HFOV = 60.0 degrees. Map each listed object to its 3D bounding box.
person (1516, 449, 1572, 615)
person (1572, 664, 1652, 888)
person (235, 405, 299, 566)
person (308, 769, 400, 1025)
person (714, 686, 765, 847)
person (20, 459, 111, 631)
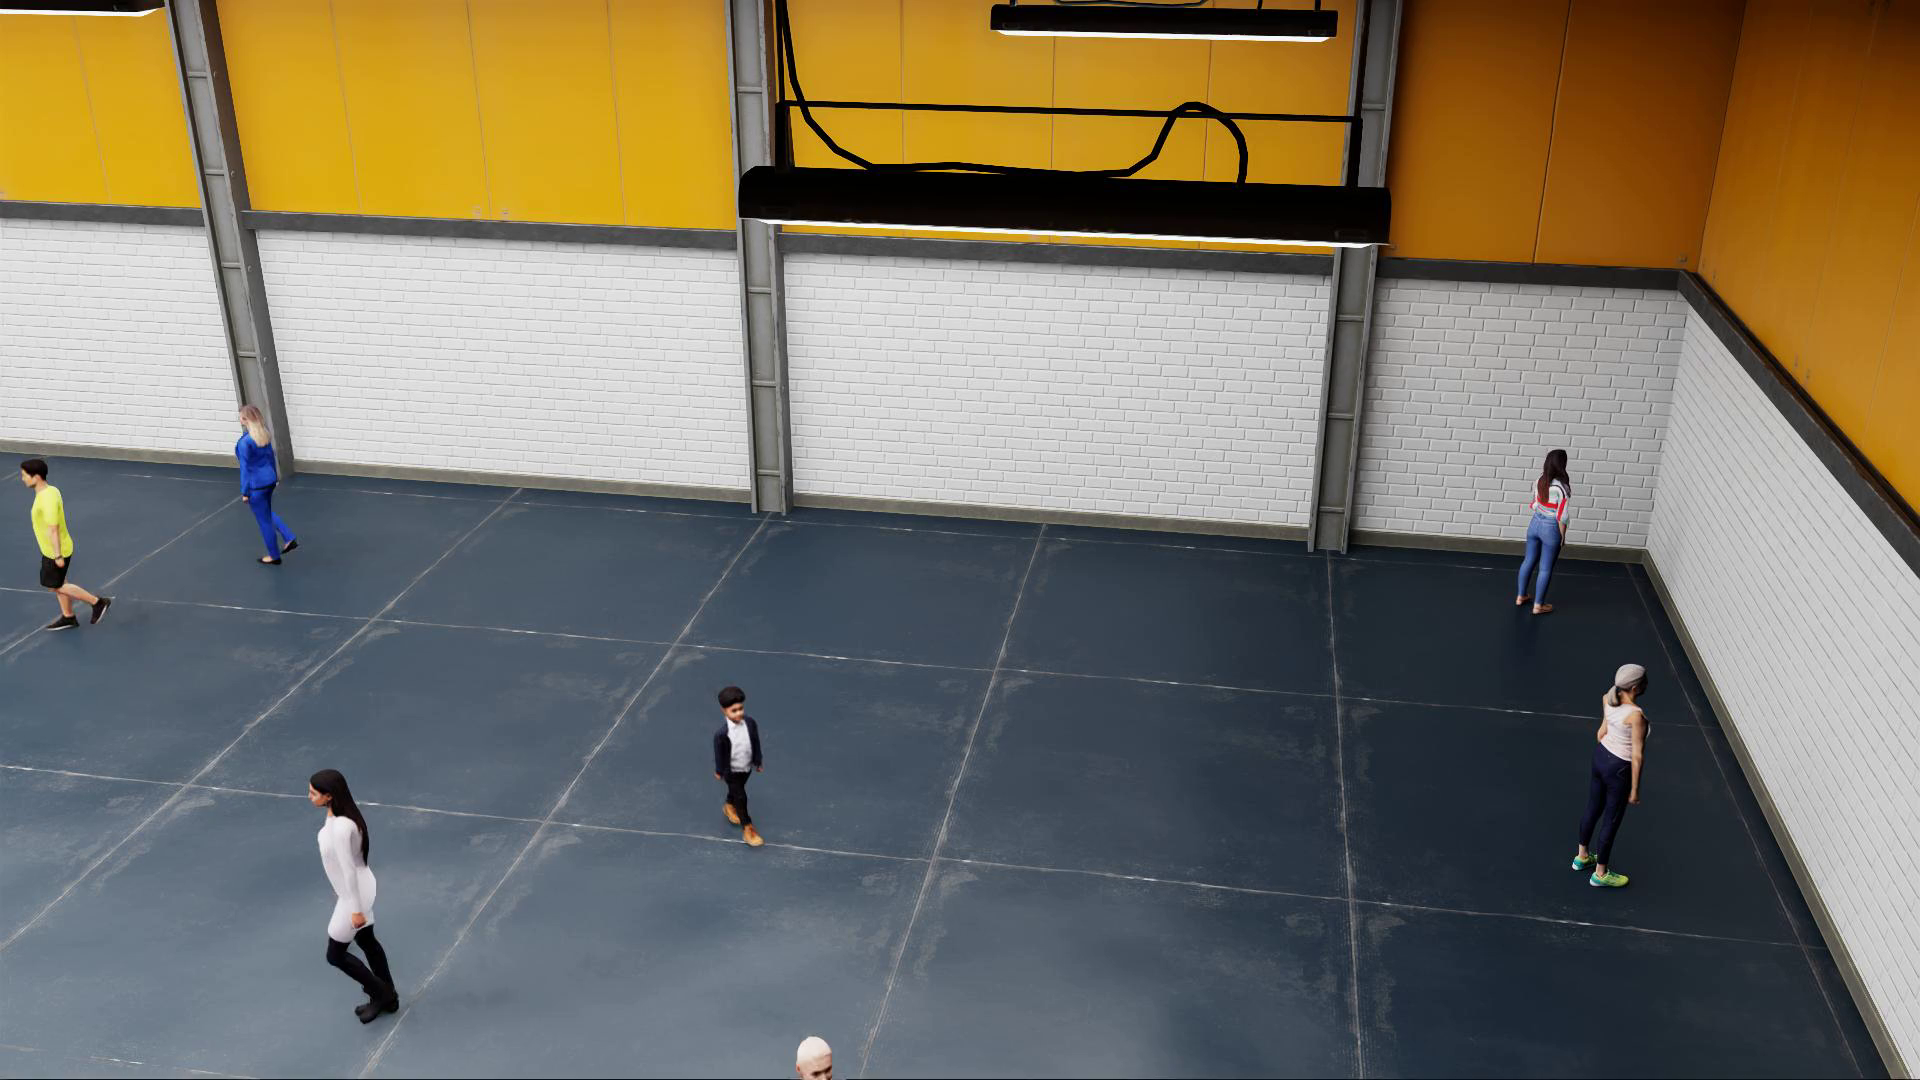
[{"bbox_3d":[5.551,-0.097,15.777,0.700,1.611,0.663,-12,26,-26],"label":"person"},{"bbox_3d":[4.596,1.632,11.707,0.665,1.702,0.678,-6,24,-13],"label":"person"},{"bbox_3d":[-6.918,-0.530,16.666,0.640,1.692,0.632,3,24,7],"label":"person"},{"bbox_3d":[-3.651,2.199,10.296,0.765,1.794,0.746,-9,25,-19],"label":"person"},{"bbox_3d":[-1.677,1.628,12.347,0.807,1.197,0.891,-17,29,-34],"label":"person"},{"bbox_3d":[-8.274,0.043,15.355,0.948,1.693,0.870,-12,26,-26],"label":"person"}]
